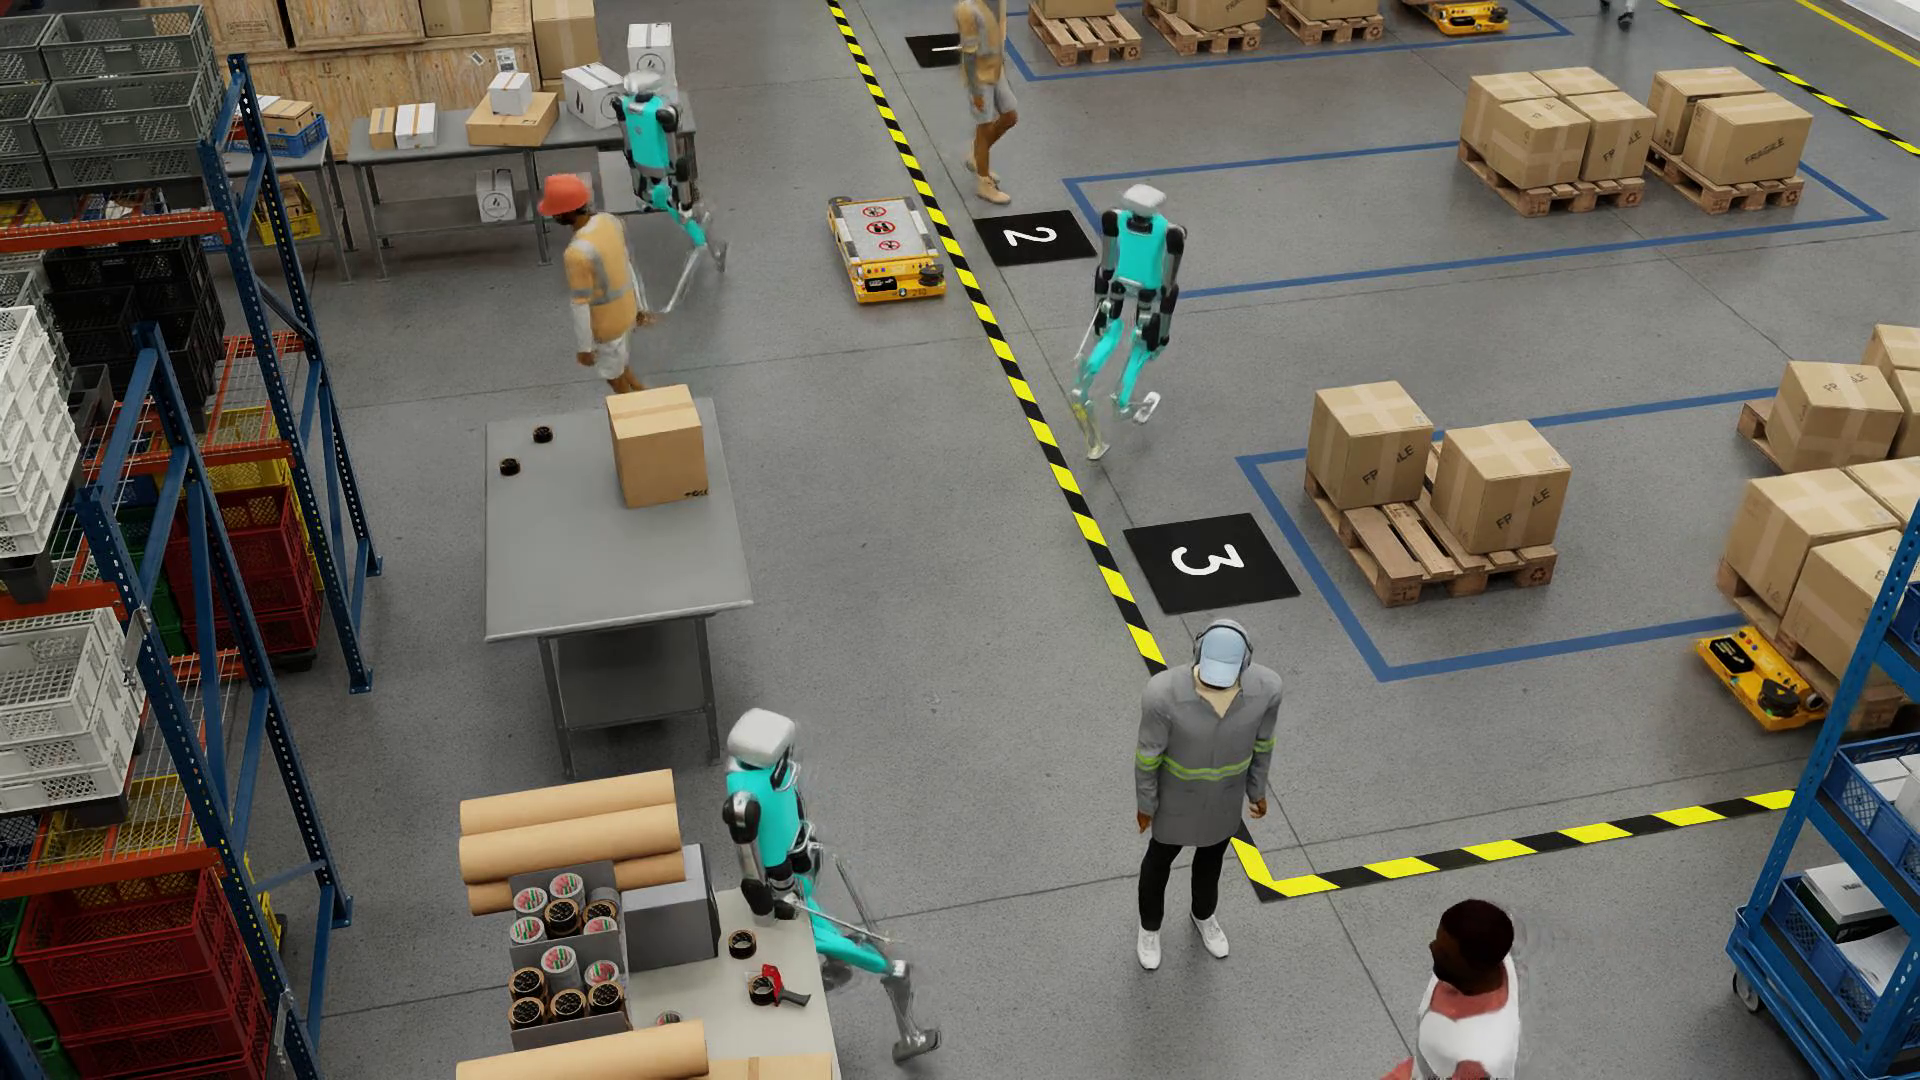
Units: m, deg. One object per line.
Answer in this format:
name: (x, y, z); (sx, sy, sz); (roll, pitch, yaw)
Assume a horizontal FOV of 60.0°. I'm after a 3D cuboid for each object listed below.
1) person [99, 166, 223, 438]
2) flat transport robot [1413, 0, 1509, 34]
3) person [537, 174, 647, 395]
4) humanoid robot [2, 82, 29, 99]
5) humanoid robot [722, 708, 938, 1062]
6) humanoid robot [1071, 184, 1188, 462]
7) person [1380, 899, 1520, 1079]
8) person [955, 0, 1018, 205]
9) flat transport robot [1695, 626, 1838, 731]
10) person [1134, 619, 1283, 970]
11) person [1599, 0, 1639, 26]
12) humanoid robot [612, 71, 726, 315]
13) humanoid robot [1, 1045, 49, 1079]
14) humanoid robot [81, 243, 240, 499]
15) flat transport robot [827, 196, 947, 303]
person: (-4.944, -1.473, 10.225); (0.506, 1.837, 0.333); (26, 44, 31)
flat transport robot: (4.956, -5.504, 16.928); (0.652, 0.197, 1.431); (-8, 37, -10)
person: (-2.158, -1.314, 9.954); (0.520, 1.899, 0.566); (7, 37, 10)
humanoid robot: (-7.278, -3.497, 12.910); (0.735, 1.677, 0.533); (-18, 40, -23)
humanoid robot: (-0.424, 1.419, 6.463); (1.017, 1.780, 0.530); (6, 37, 9)
humanoid robot: (0.965, -1.230, 9.974); (0.543, 1.731, 1.033); (20, 41, 24)
person: (1.614, 1.888, 5.644); (0.479, 1.903, 0.626); (6, 37, 9)
person: (0.225, -3.611, 12.934); (0.474, 2.032, 0.644); (22, 42, 26)
flat transport robot: (4.697, 0.610, 8.711); (1.431, 0.197, 0.652); (-8, 37, -10)
person: (0.996, 1.044, 6.826); (0.587, 1.850, 0.396); (-5, 37, -7)
person: (6.663, -6.015, 16.362); (0.604, 1.798, 0.879); (6, 37, 8)
humanoid robot: (-1.909, -2.552, 11.765); (0.548, 1.763, 0.944); (22, 42, 26)
humanoid robot: (-2.945, 2.156, 5.491); (0.504, 1.645, 0.602); (-11, 38, -15)
humanoid robot: (-4.774, -0.842, 9.448); (0.961, 1.729, 0.536); (-14, 39, -18)
flat transport robot: (-0.570, -2.220, 12.538); (0.659, 0.231, 1.431); (-8, 37, -10)
